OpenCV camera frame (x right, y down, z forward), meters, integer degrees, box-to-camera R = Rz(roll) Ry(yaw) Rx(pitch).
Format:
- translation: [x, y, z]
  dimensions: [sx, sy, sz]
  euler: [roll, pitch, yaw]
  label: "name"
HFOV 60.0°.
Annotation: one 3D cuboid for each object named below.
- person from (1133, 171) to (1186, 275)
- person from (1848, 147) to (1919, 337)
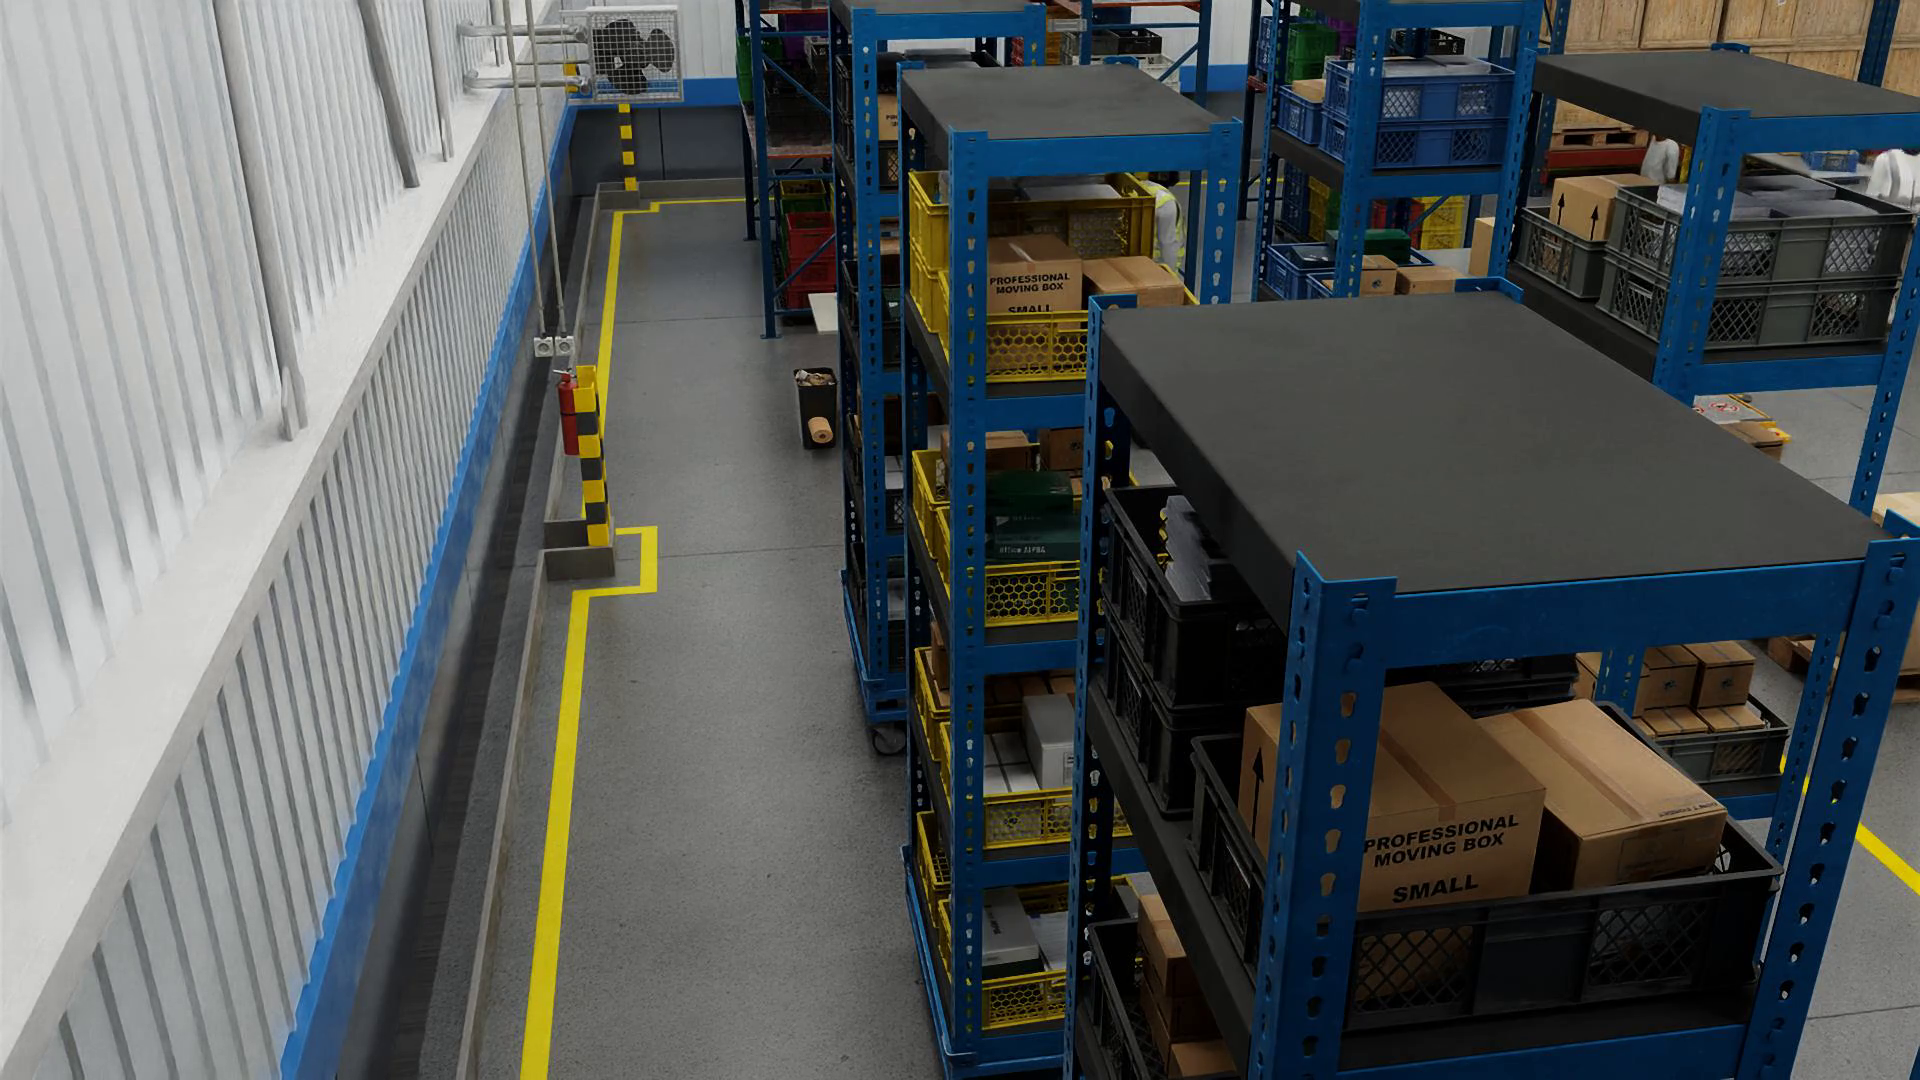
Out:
- translation: [1.543, -2.128, 13.028]
  dimensions: [0.429, 1.839, 0.634]
  euler: [-9, 26, -18]
  label: "person"
- translation: [8.049, -2.660, 14.173]
  dimensions: [0.600, 1.841, 0.942]
  euler: [-5, 25, -11]
  label: "person"
